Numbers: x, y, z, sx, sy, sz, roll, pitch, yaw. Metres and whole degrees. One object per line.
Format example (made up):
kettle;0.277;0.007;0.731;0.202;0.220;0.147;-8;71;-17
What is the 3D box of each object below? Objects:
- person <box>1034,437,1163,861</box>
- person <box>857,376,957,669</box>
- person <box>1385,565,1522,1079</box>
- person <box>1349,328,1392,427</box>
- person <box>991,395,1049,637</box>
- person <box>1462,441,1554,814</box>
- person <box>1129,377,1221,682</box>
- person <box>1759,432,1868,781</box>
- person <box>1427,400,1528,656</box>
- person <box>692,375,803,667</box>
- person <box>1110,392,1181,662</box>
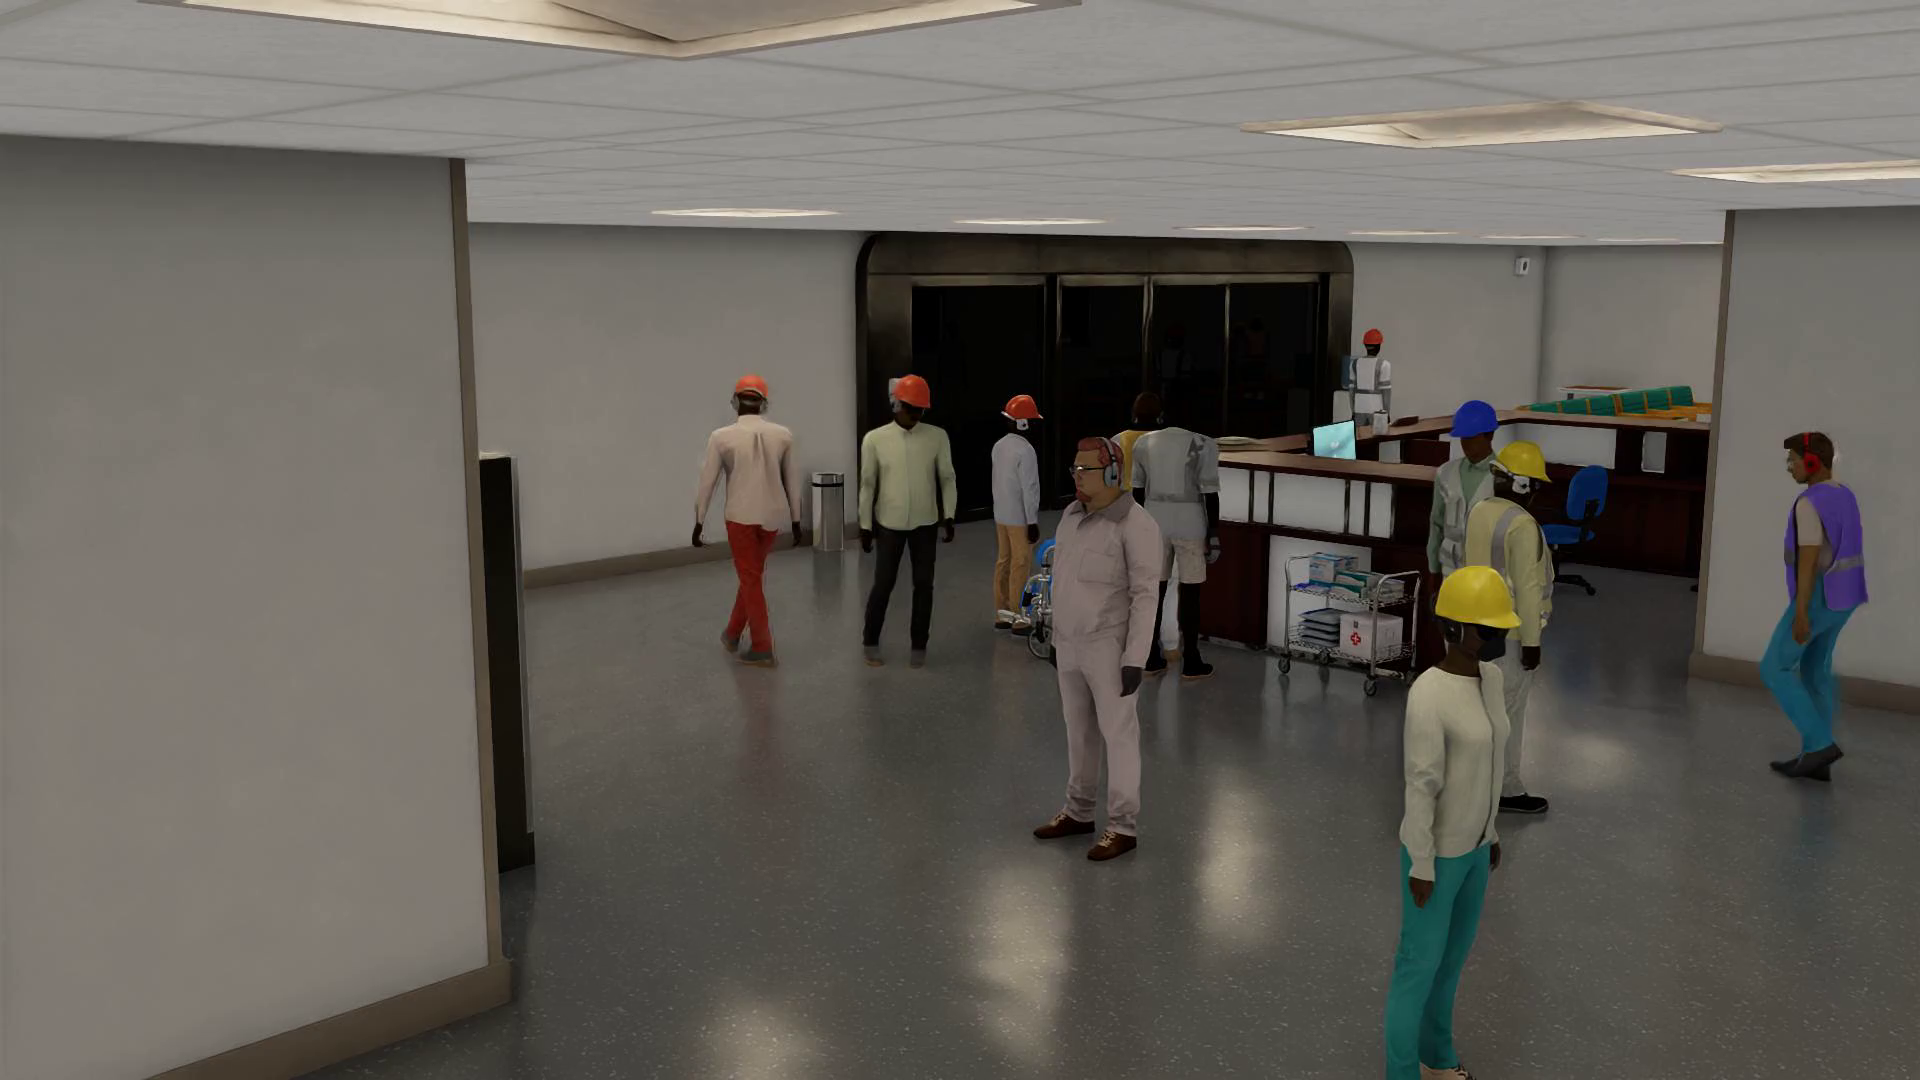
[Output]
person;0.608;0.484;7.549;0.406;1.910;0.637;-6;11;-34
person;-0.357;-0.119;11.102;0.661;1.956;0.500;-3;10;-15
person;1.544;0.946;5.147;0.325;1.767;0.533;8;12;41
person;4.957;-1.574;20.068;0.546;1.942;0.352;8;13;42
person;0.432;-0.178;12.074;0.338;1.752;0.564;-4;10;-23
person;2.695;0.423;8.187;0.403;1.823;0.588;-2;9;-12
person;1.402;-0.067;10.751;0.614;1.961;0.361;6;11;31
person;4.438;0.351;8.636;0.610;1.815;0.464;-8;12;-42
person;2.888;0.178;9.357;0.417;1.933;0.617;-8;13;-42
person;-1.473;-0.147;11.313;0.717;1.925;0.926;-6;11;-32
person;1.265;-0.086;11.291;0.633;1.836;0.429;2;10;15
